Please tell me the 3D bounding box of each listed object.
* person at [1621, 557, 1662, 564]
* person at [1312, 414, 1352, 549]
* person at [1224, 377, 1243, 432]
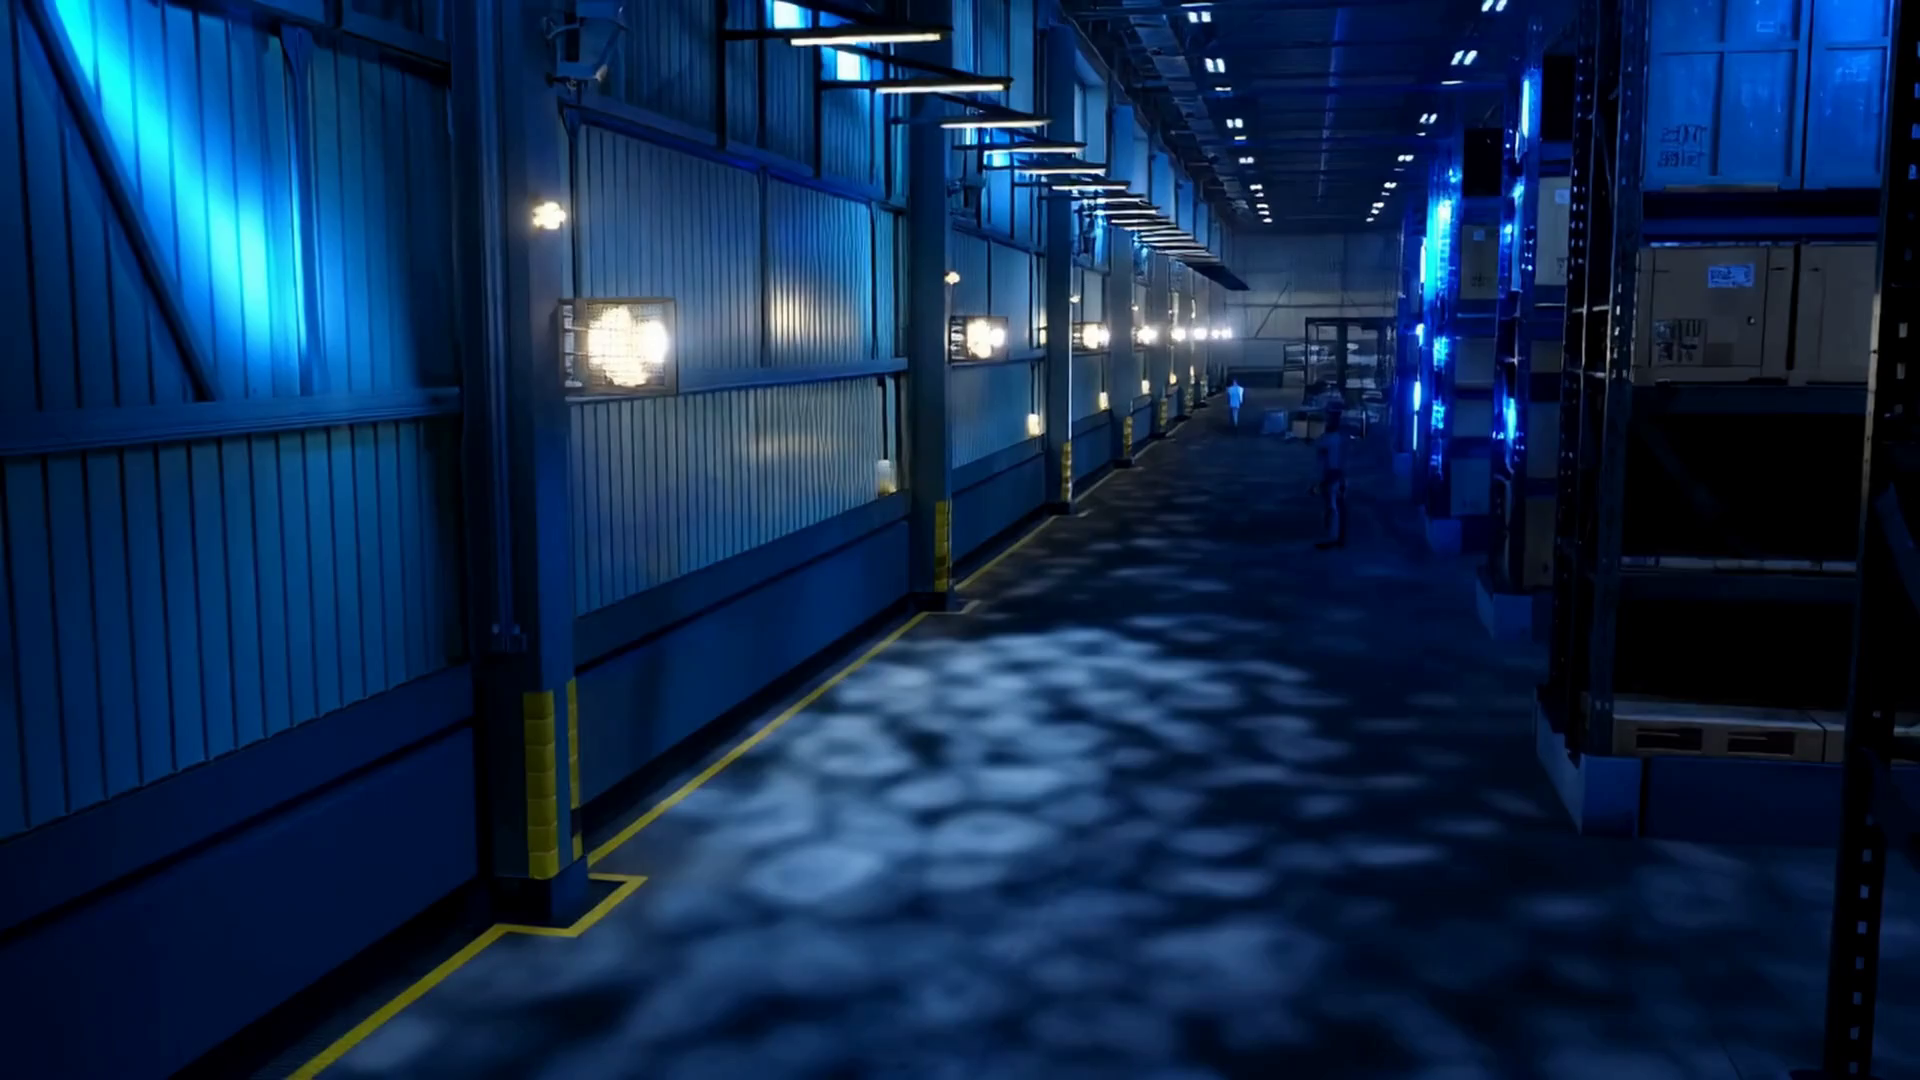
[{"bbox_3d":[5.290,0.511,13.140,0.741,1.913,0.542,0,7,1],"label":"person"},{"bbox_3d":[5.322,-0.839,23.845,0.638,1.938,0.356,-4,8,-27],"label":"person"},{"bbox_3d":[8.540,-4.237,51.925,0.580,1.704,0.876,1,7,7],"label":"person"}]
